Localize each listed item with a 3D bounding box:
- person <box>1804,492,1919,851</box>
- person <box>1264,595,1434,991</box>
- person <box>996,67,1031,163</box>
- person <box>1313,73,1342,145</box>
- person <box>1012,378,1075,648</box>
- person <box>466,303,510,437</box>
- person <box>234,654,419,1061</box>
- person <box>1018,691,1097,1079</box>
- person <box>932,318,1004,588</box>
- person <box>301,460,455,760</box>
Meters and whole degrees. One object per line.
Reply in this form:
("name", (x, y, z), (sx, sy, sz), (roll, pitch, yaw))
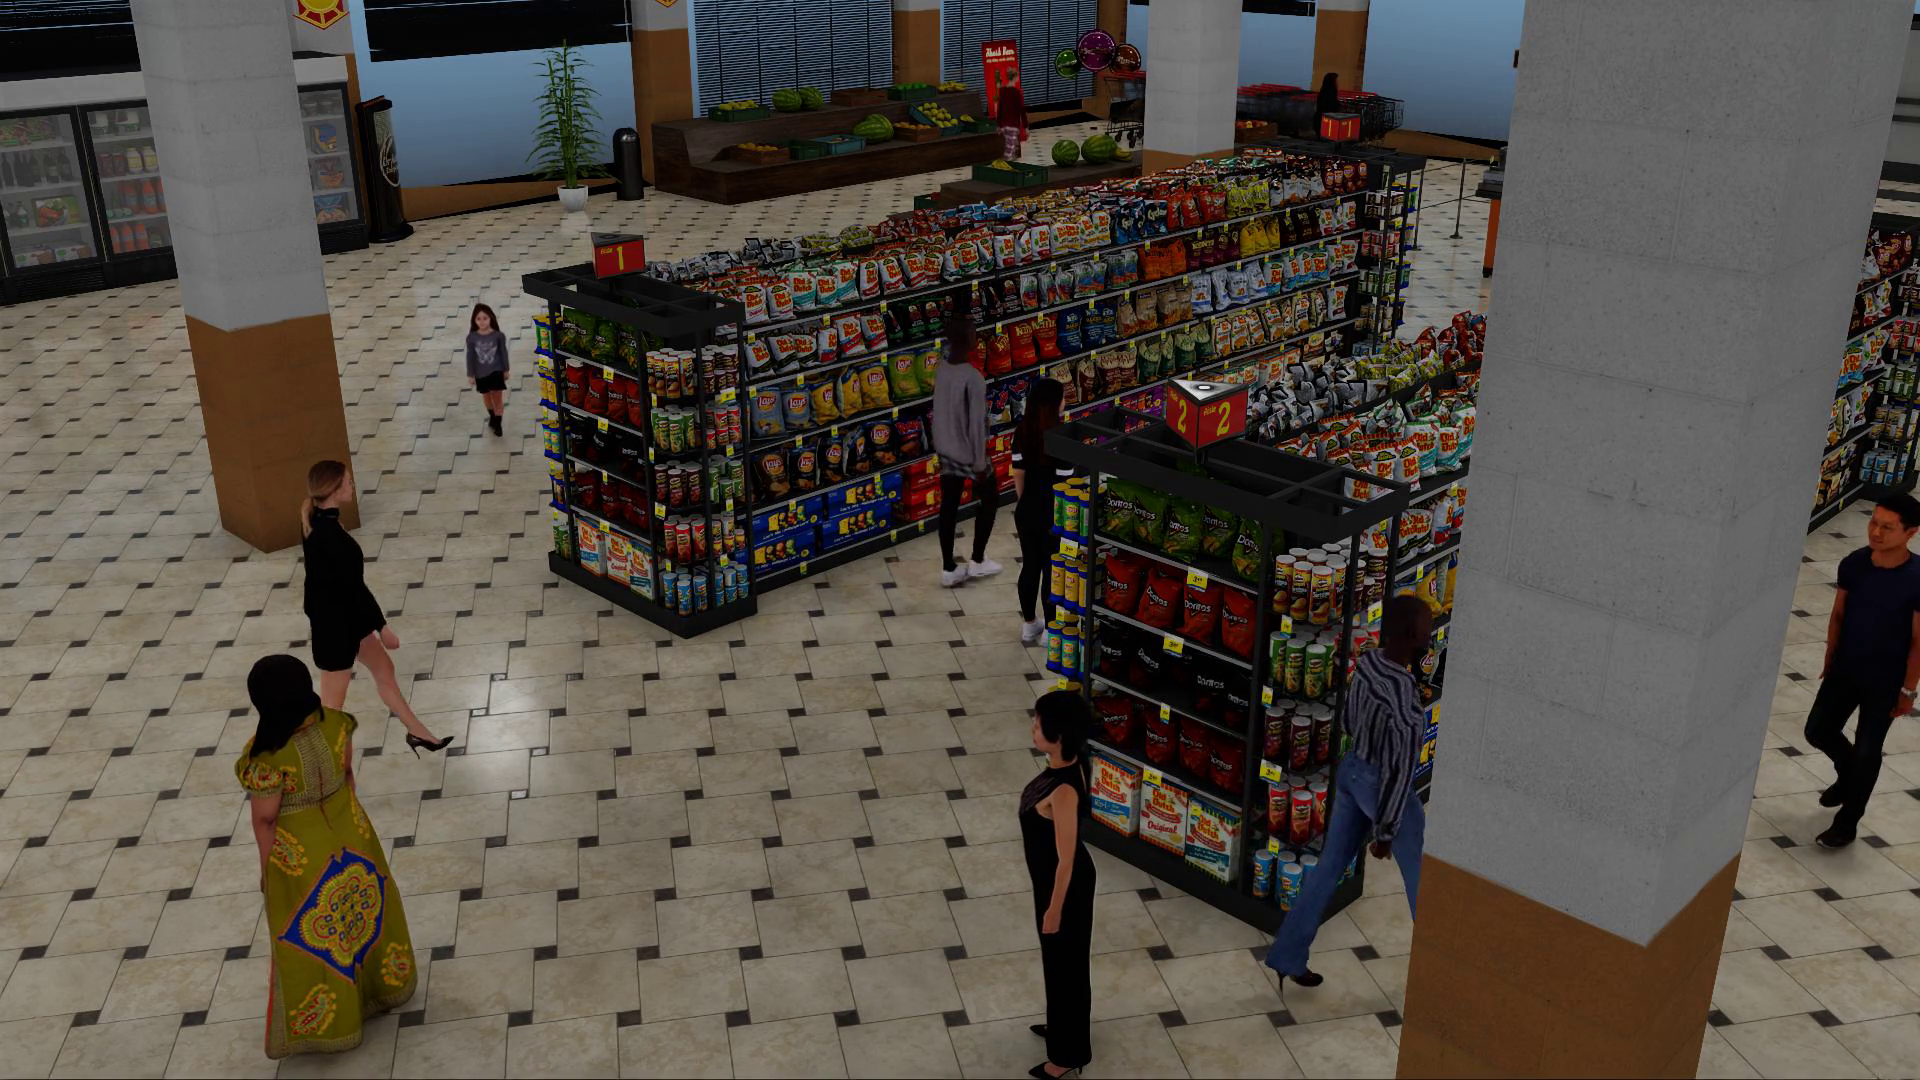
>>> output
("person", (4.292, 0.599, 7.723), (0.800, 1.779, 0.736), (-13, 25, -29))
("person", (1.562, 1.069, 6.607), (1.248, 1.739, 0.997), (-6, 23, -15))
("person", (0.688, -6.081, 24.476), (0.763, 1.683, 0.666), (-16, 27, -34))
("person", (5.293, -6.046, 24.517), (1.075, 1.588, 0.981), (-2, 22, -6))
("person", (0.498, -0.162, 9.805), (0.603, 1.639, 0.581), (19, 29, 39))
("person", (-3.871, -1.409, 13.666), (0.792, 1.075, 0.787), (-5, 22, -11))
("person", (-2.484, 1.195, 6.406), (1.005, 1.656, 0.842), (11, 24, 25))
("person", (0.389, 1.296, 6.226), (0.724, 1.603, 0.645), (2, 22, 5))
("person", (-0.057, -0.525, 10.542), (0.661, 1.764, 0.625), (-20, 29, -40))
("person", (-3.074, 0.491, 8.055), (1.050, 1.733, 0.687), (-14, 26, -32))
